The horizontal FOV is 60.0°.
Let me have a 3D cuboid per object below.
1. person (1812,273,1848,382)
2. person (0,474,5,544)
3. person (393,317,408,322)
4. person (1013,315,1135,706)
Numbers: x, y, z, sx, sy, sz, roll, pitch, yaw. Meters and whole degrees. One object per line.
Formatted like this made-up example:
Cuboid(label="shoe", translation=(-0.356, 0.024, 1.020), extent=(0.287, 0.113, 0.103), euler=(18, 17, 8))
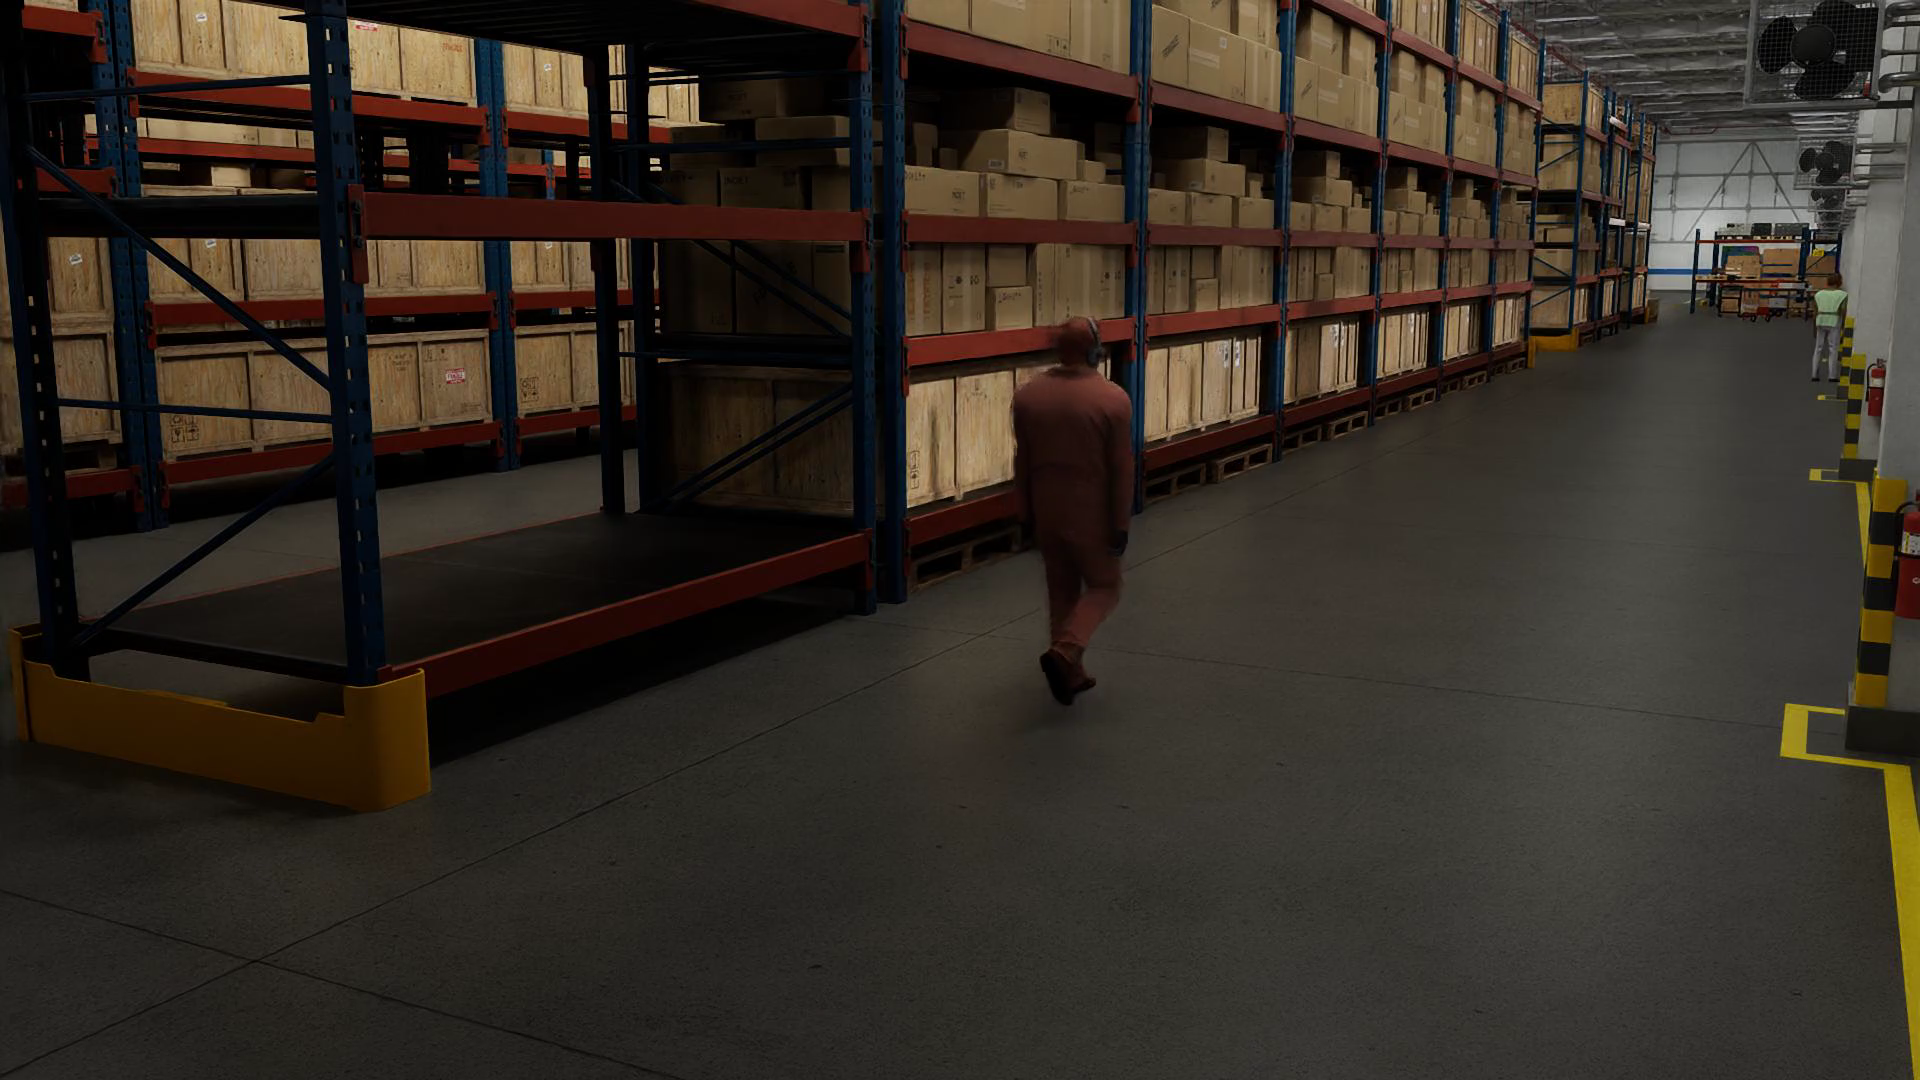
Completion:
Cuboid(label="person", translation=(14.690, -3.582, 28.117), extent=(0.394, 1.836, 0.561), euler=(-8, 12, -38))
Cuboid(label="person", translation=(-4.948, -0.139, 7.964), extent=(0.564, 1.914, 0.671), euler=(3, 10, 19))
Cuboid(label="person", translation=(-6.834, -2.212, 20.438), extent=(0.302, 1.745, 0.483), euler=(-3, 10, -15))
Cuboid(label="person", translation=(0.531, -0.127, 7.965), extent=(0.649, 1.890, 0.645), euler=(7, 12, 34))
